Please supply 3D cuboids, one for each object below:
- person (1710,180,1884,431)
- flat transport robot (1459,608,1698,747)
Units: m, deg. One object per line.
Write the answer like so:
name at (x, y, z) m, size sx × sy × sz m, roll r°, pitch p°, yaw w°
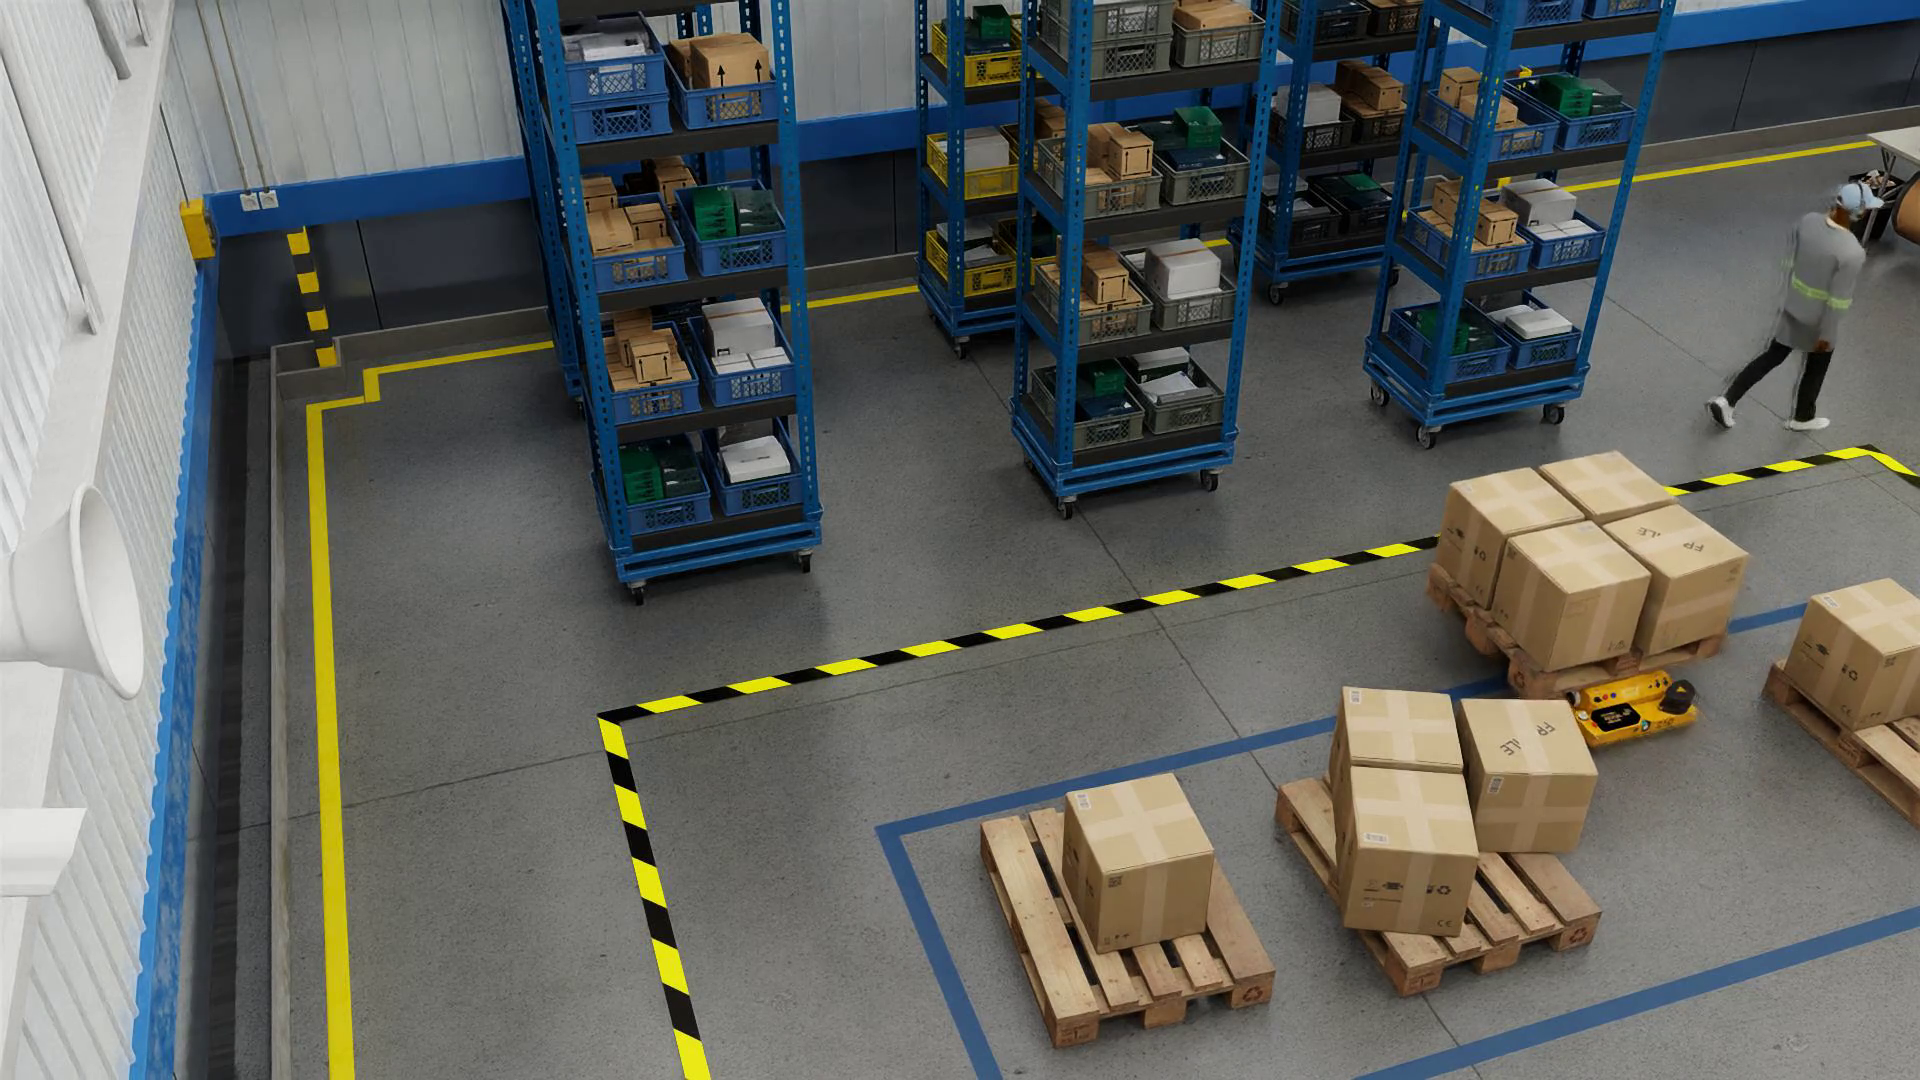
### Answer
person at (5.497, -1.486, 10.806) m, size 0.821 × 1.827 × 0.586 m, roll -11°, pitch 37°, yaw -15°
flat transport robot at (3.366, 0.556, 9.243) m, size 0.652 × 0.197 × 1.431 m, roll -11°, pitch 37°, yaw -15°
